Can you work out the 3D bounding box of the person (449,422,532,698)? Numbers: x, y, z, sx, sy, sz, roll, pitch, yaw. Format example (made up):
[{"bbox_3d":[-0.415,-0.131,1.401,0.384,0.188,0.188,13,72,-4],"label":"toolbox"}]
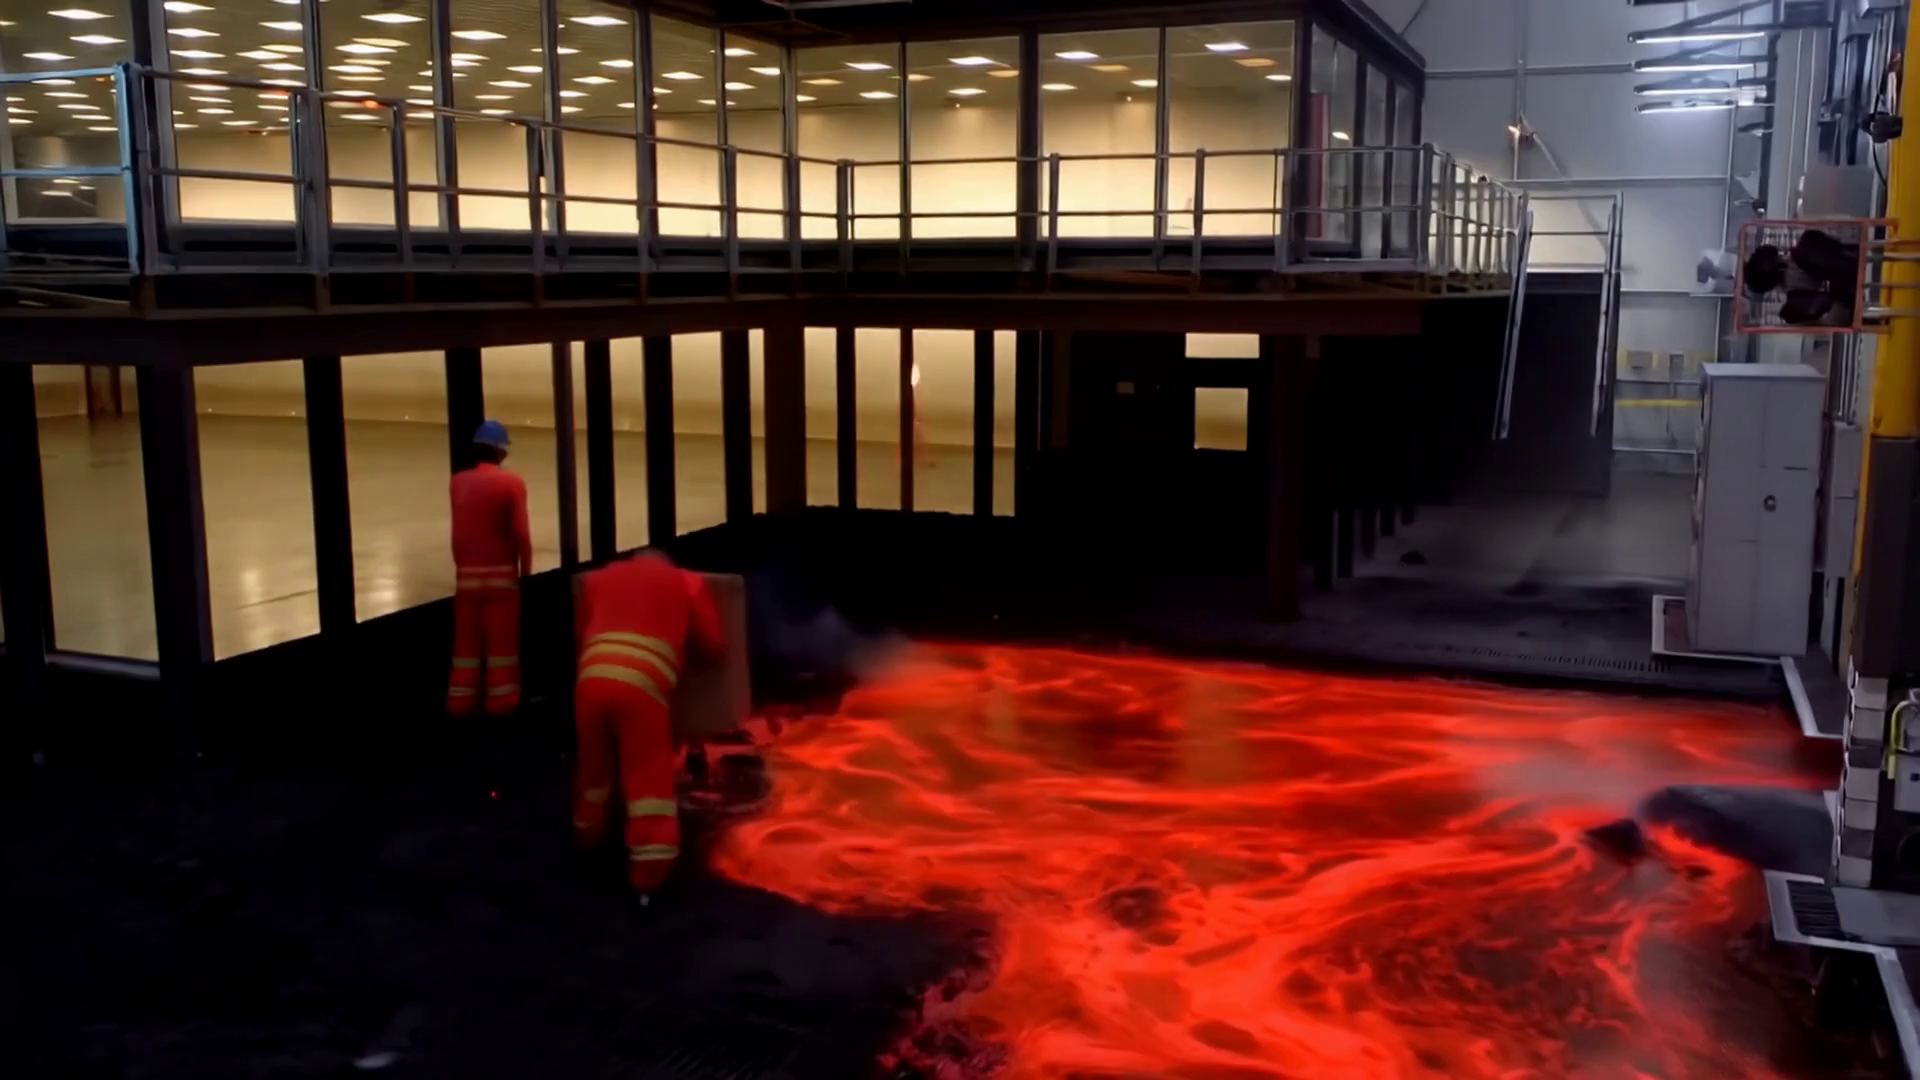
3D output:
[{"bbox_3d":[-3.353,0.144,11.954,0.608,1.987,0.402,2,9,10],"label":"person"}]
